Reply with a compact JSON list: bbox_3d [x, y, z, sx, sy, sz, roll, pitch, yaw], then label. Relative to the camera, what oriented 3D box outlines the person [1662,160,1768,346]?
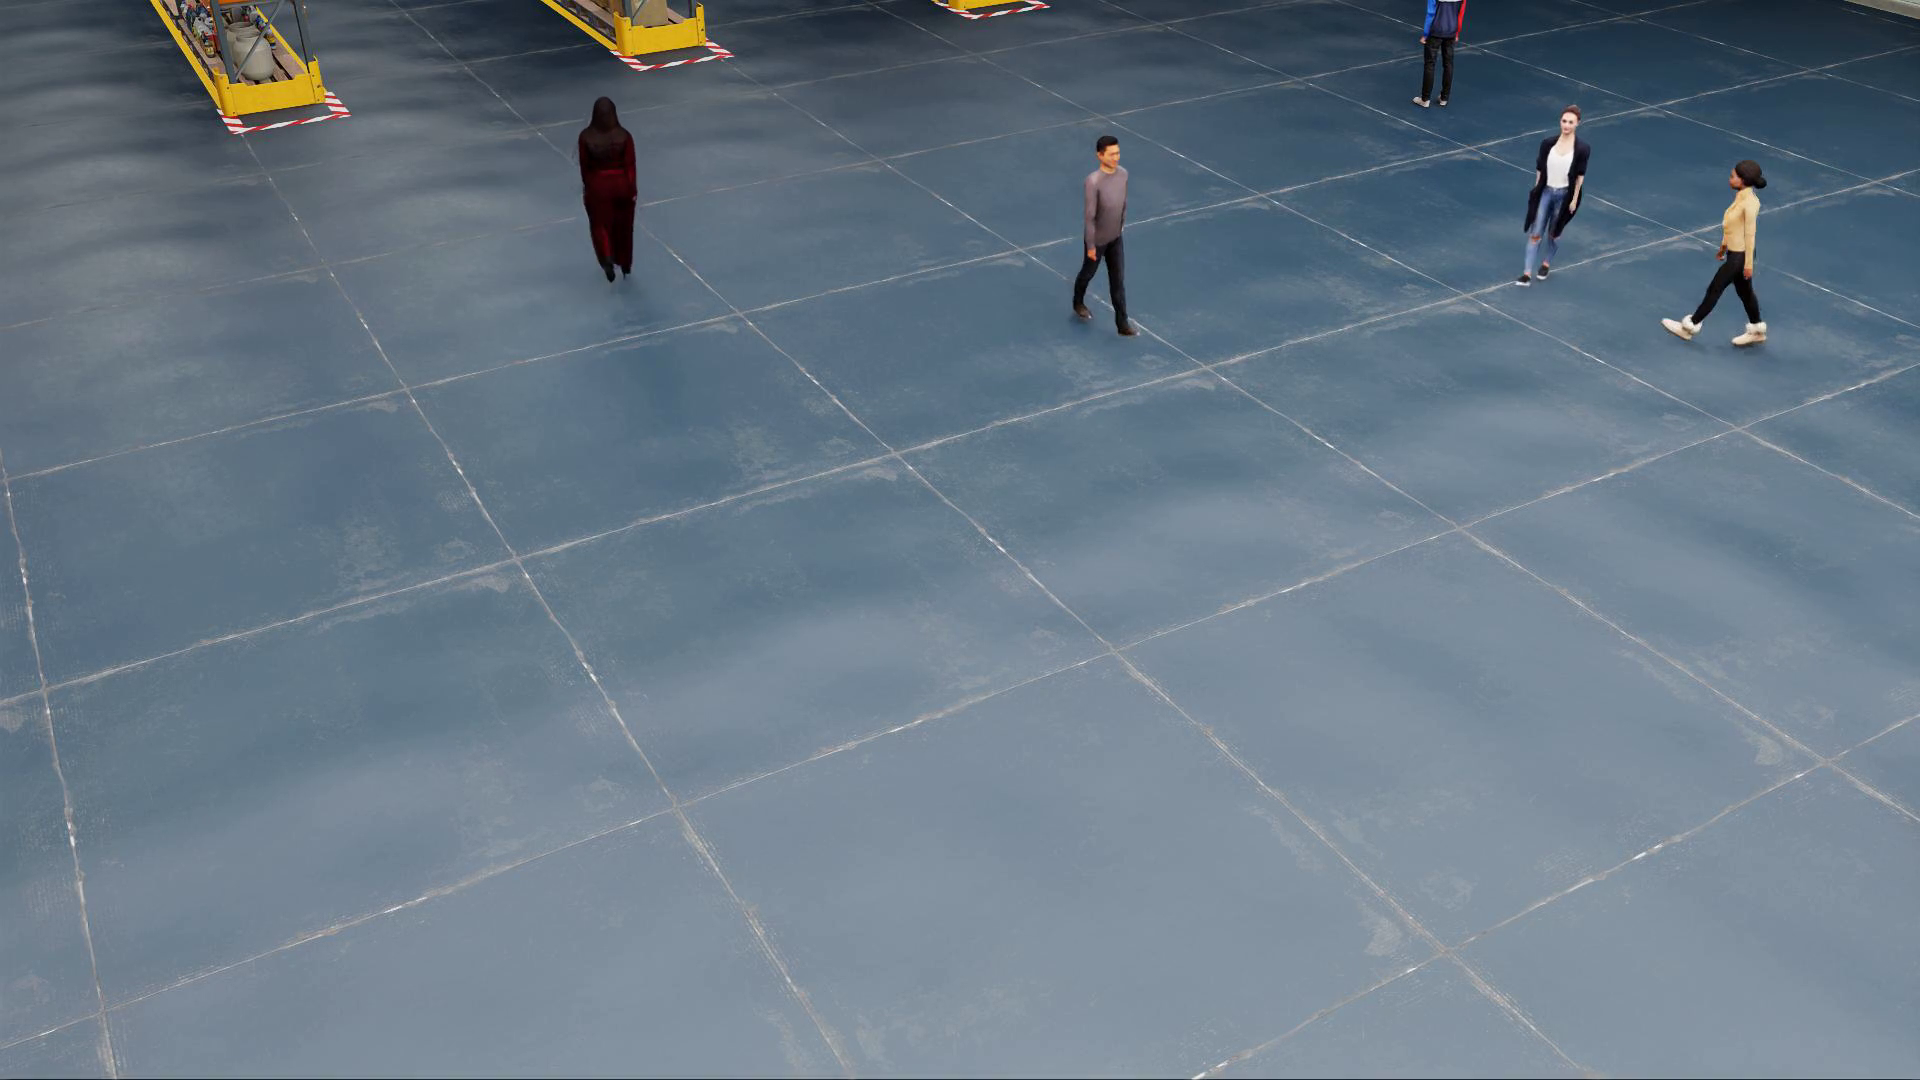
[{"bbox_3d":[6.685,-2.378,14.067,1.161,1.619,1.065,7,33,11],"label":"person"}]

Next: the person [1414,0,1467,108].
[{"bbox_3d":[5.729,-6.054,19.766,0.706,1.757,0.662,-5,33,-8],"label":"person"}]

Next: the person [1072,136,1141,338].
[{"bbox_3d":[1.182,-2.637,14.383,1.135,1.720,0.711,-17,36,-25],"label":"person"}]

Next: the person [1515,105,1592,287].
[{"bbox_3d":[5.503,-3.179,15.297,0.975,1.662,0.948,17,36,25],"label":"person"}]

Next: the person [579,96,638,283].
[{"bbox_3d":[-3.191,-3.137,15.155,0.822,1.744,0.968,-6,33,-10],"label":"person"}]
